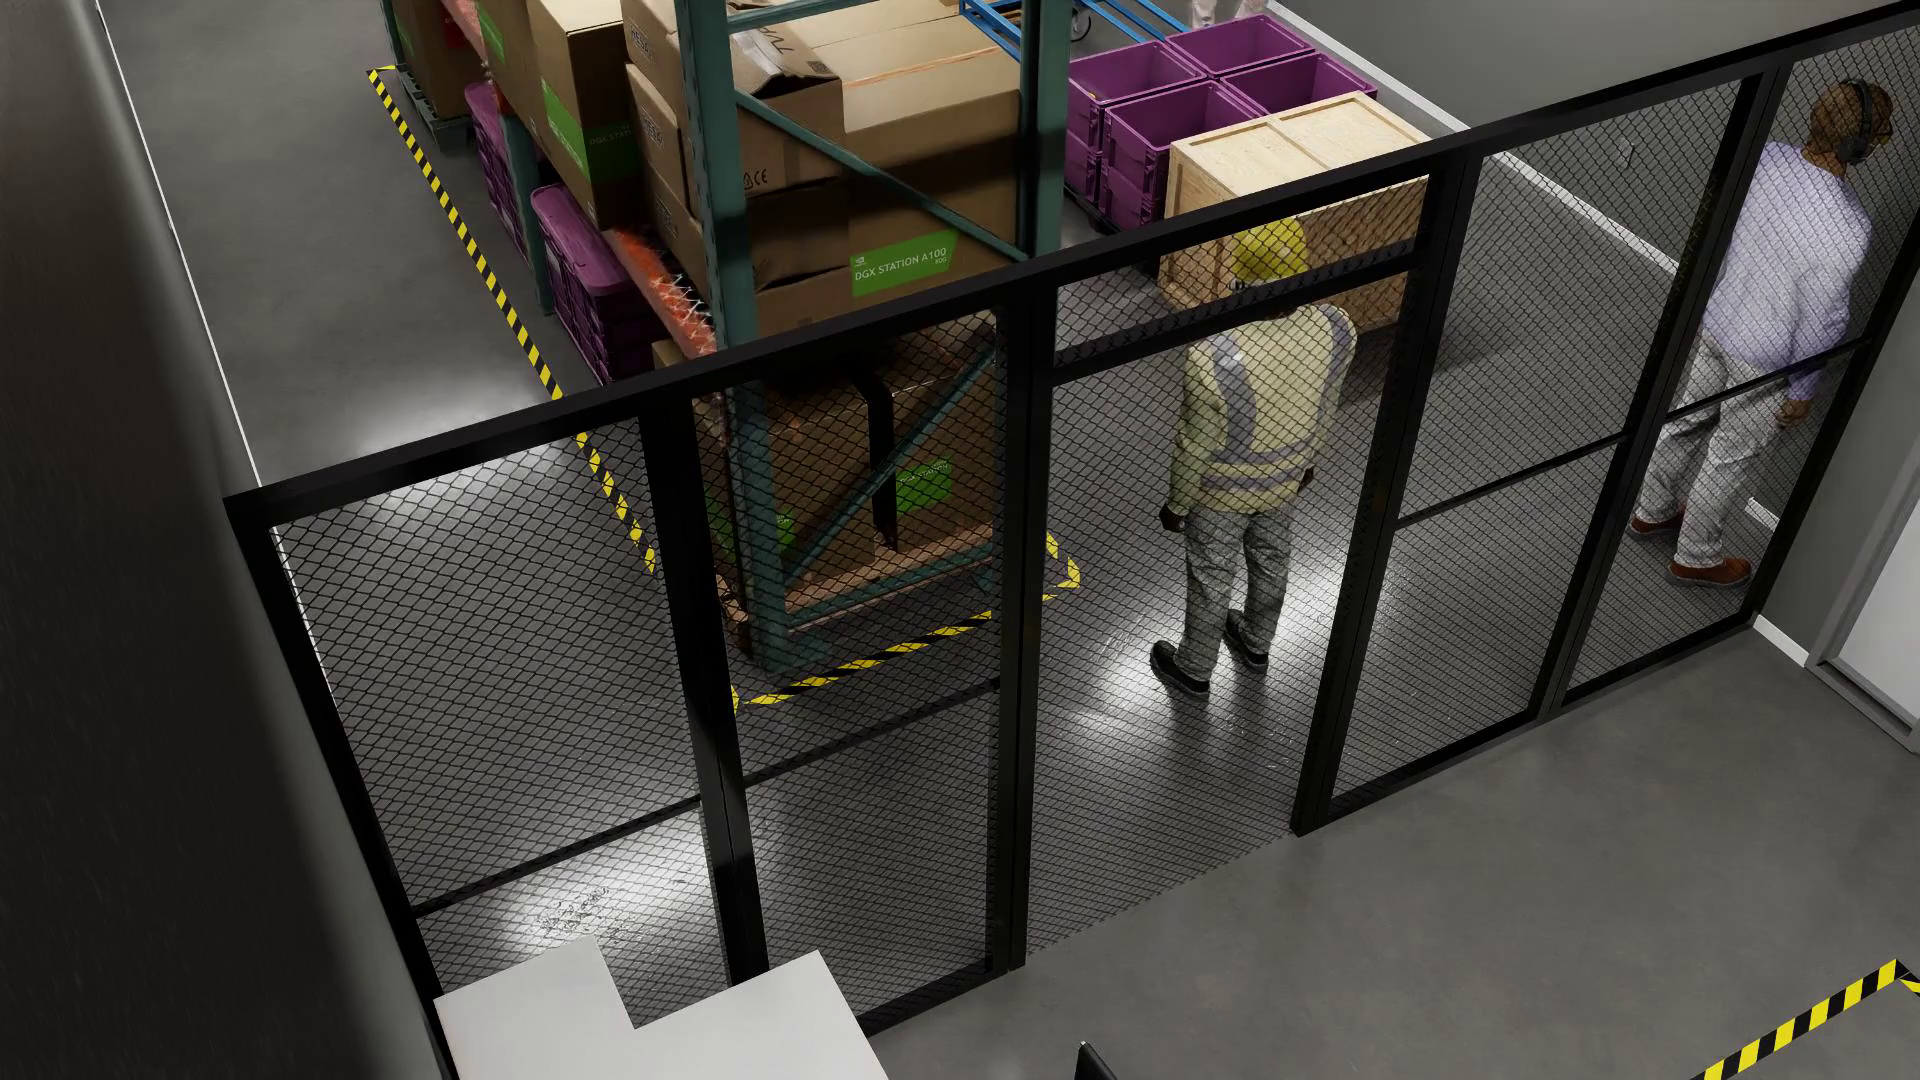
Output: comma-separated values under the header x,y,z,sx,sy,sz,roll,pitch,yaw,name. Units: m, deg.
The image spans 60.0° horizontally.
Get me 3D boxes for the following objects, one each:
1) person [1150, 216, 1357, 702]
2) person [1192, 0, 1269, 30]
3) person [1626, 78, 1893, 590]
x,y,z,sx,sy,sz,roll,pitch,yaw,name
0.894,-0.226,5.275,0.591,1.827,0.403,-20,46,-20,person
1.466,-3.346,8.588,0.639,1.957,0.584,-21,46,-21,person
2.725,-0.669,5.677,0.372,1.940,0.632,-8,43,-9,person
